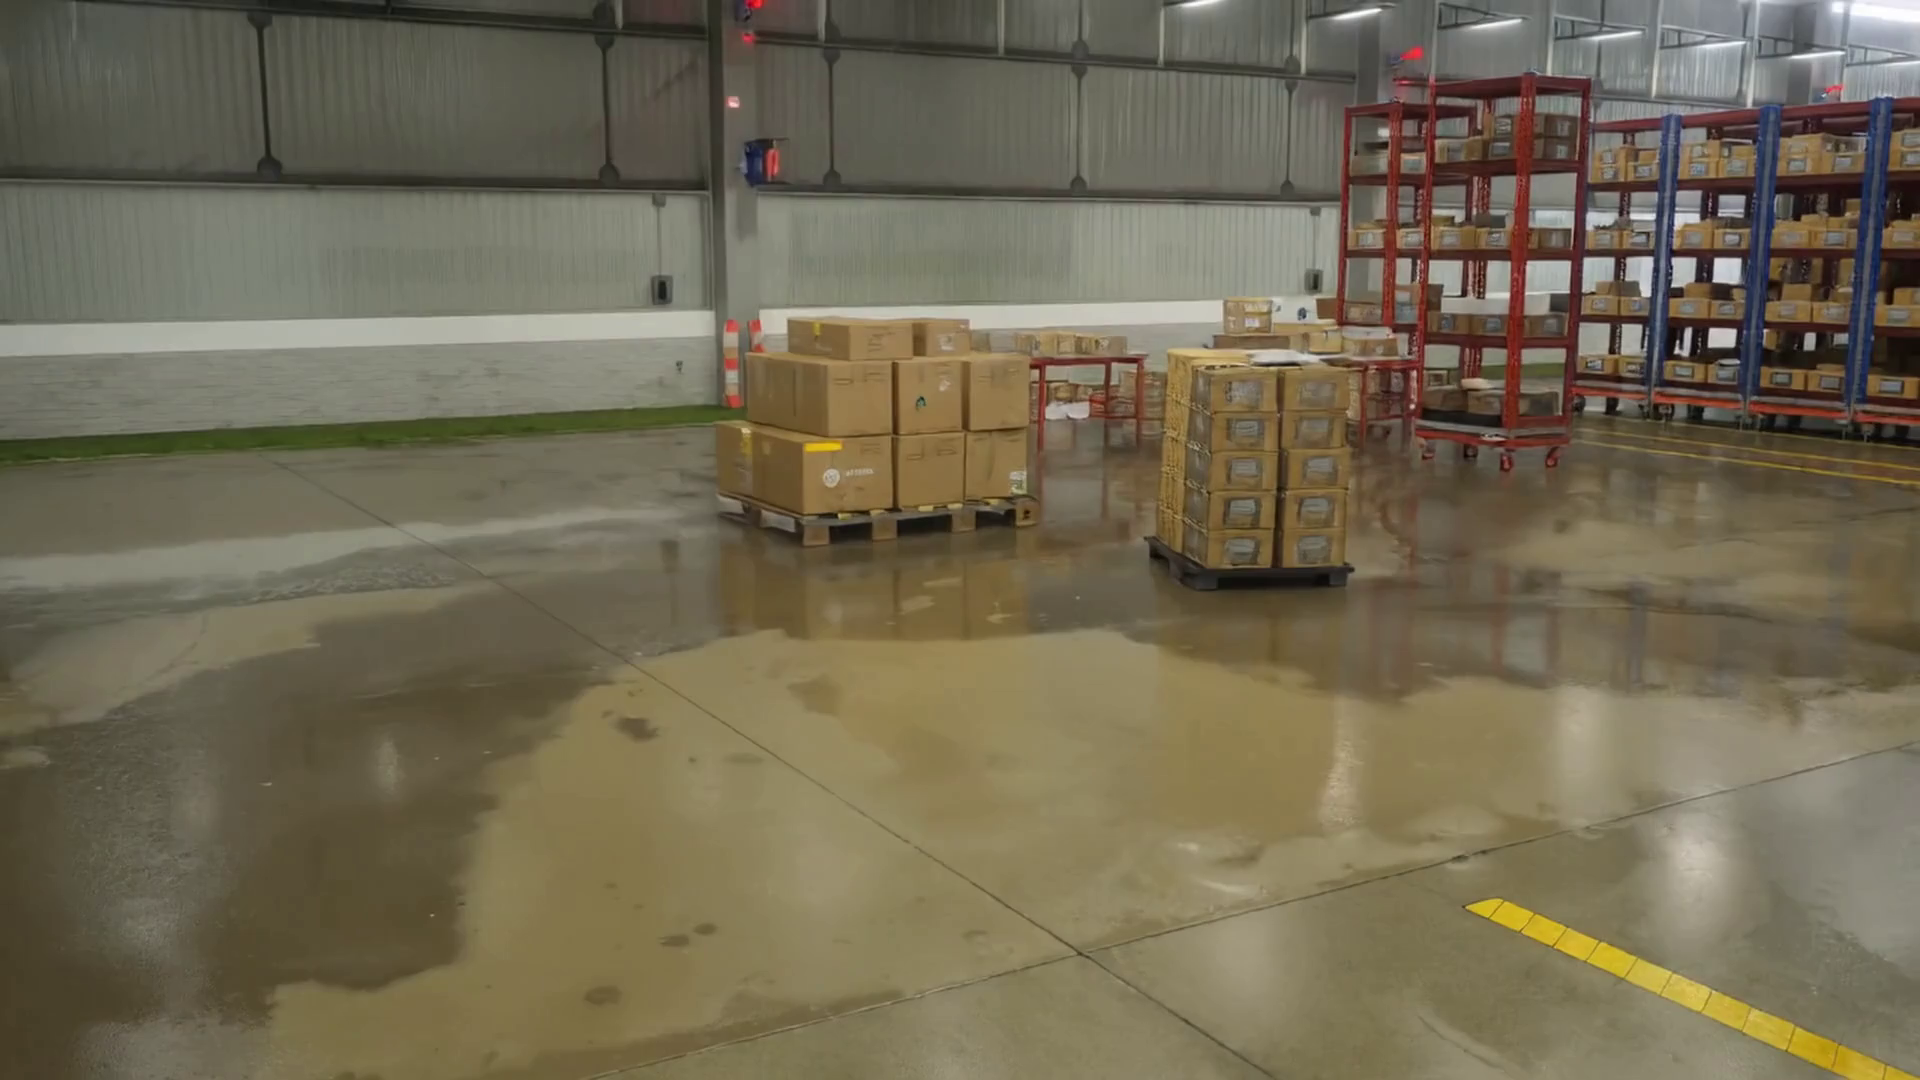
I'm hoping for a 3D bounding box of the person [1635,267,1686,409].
[{"bbox_3d":[8.954,-2.578,21.196,0.374,1.843,0.574,-10,14,-43],"label":"person"}]
